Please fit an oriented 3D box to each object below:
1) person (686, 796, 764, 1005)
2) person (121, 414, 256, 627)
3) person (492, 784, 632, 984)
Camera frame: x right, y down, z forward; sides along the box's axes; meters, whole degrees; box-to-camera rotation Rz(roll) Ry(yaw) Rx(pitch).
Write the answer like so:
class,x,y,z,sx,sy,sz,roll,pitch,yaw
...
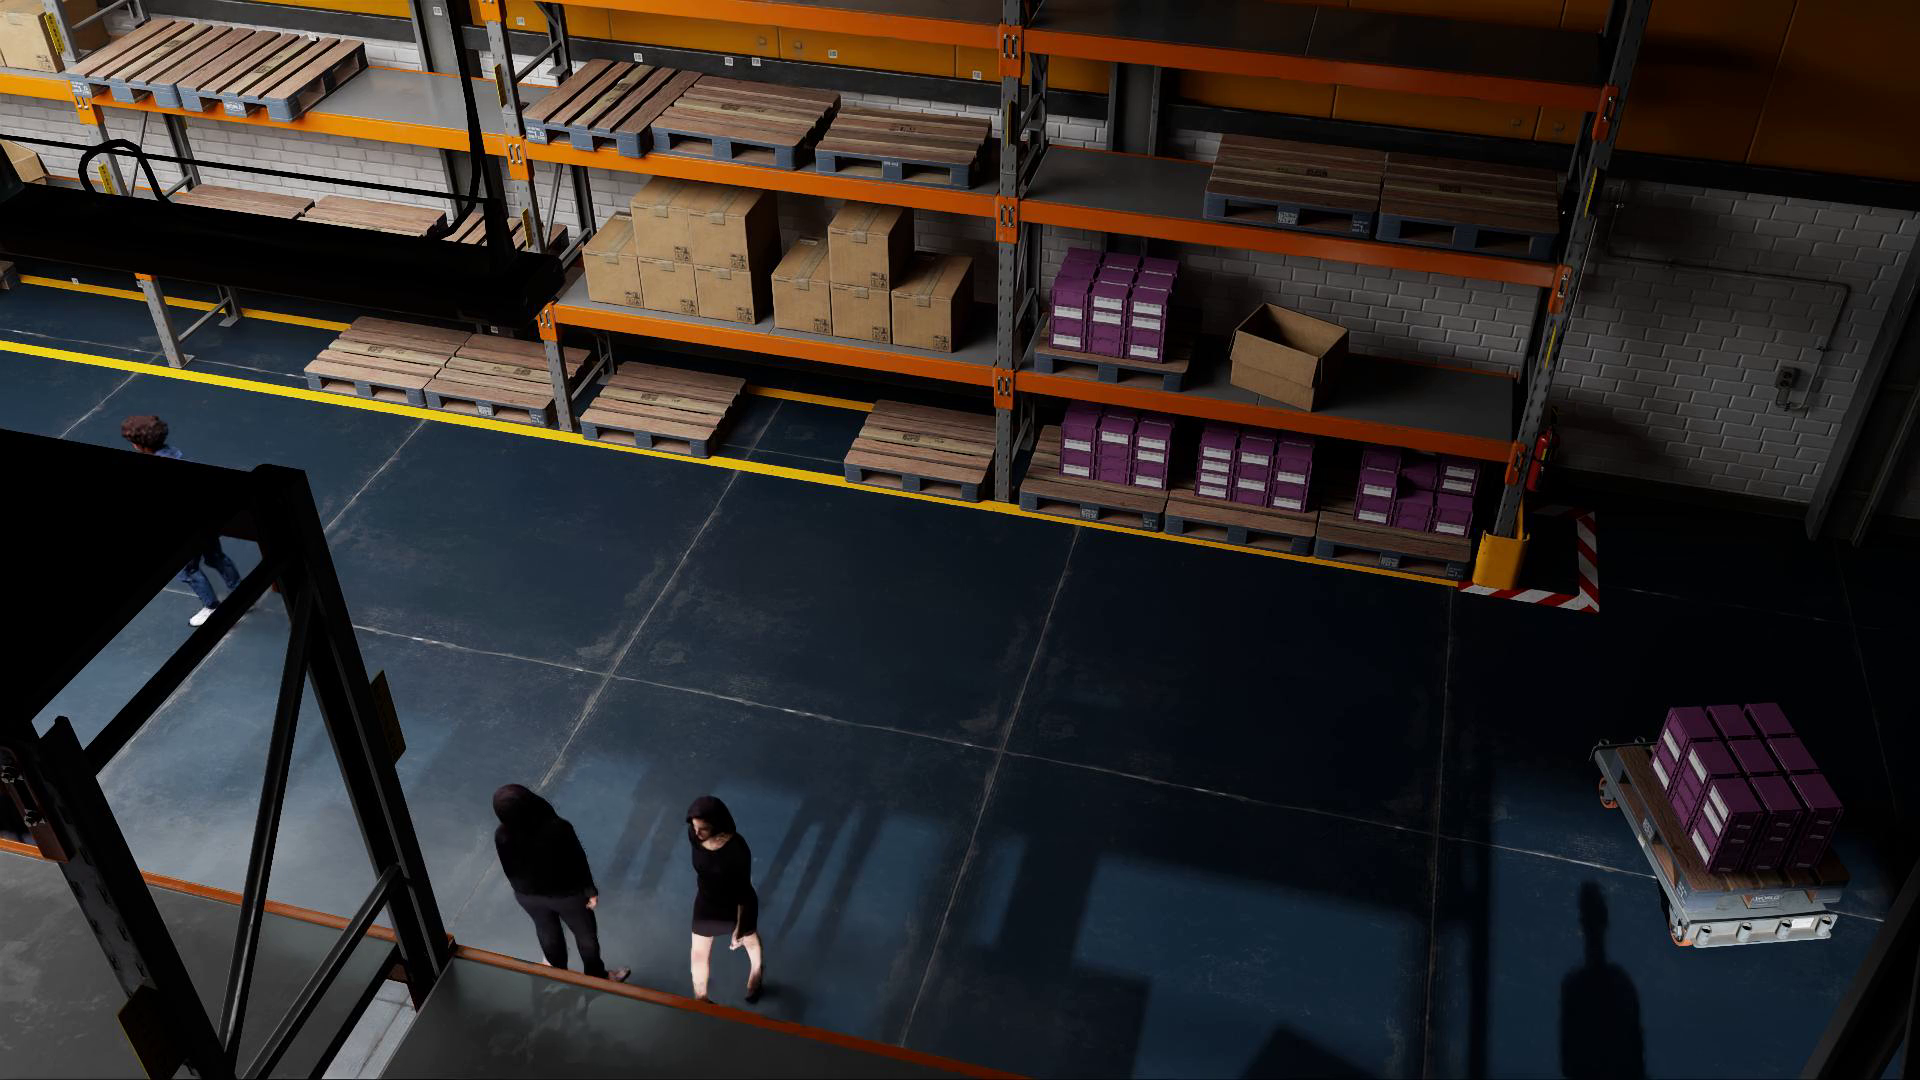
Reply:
class,x,y,z,sx,sy,sz,roll,pitch,yaw
person,-1.284,2.063,9.587,0.839,1.785,0.759,18,42,21
person,-5.654,-0.131,12.342,0.904,1.776,0.857,-14,41,-17
person,-2.352,2.075,9.733,0.682,1.584,0.929,7,39,9
